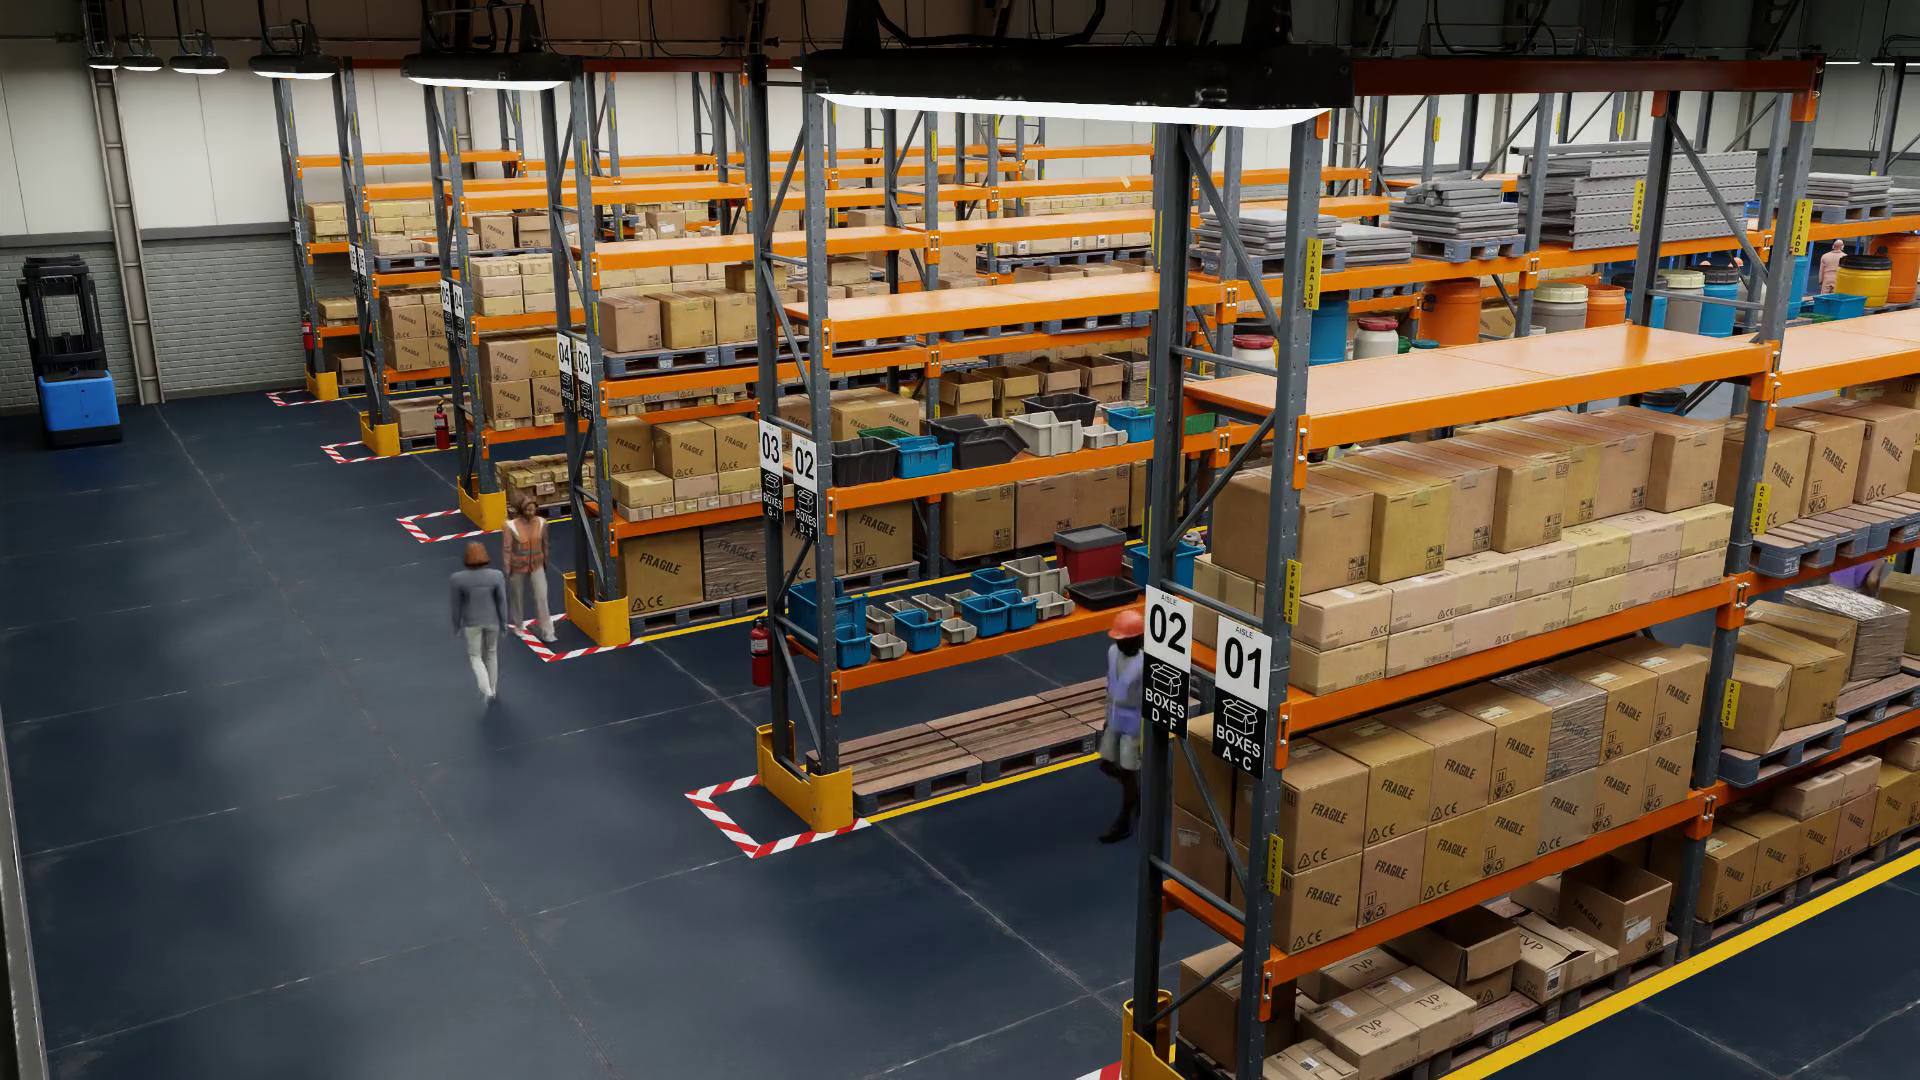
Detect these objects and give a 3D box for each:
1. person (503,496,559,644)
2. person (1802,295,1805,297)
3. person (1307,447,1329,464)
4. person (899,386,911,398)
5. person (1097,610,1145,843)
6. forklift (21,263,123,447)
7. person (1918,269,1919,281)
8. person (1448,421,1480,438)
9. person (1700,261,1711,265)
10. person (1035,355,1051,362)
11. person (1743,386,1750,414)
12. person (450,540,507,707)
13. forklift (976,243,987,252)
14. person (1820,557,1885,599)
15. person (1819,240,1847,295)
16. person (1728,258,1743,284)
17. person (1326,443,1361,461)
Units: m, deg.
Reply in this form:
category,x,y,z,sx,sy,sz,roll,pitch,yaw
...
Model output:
category,x,y,z,sx,sy,sz,roll,pitch,yaw
person,-4.557,0.323,16.648,0.542,1.590,0.873,-11,20,-31
person,16.398,-4.258,31.264,1.045,1.847,0.655,-9,19,-26
person,3.967,-0.223,17.783,0.392,1.985,0.610,-7,18,-23
person,-0.712,-1.306,21.815,0.894,1.702,0.499,-10,20,-31
person,1.338,1.442,12.422,0.506,1.926,0.571,-11,20,-31
forklift,-14.518,-3.079,25.708,1.129,2.768,1.873,-10,20,-31
person,22.367,-5.900,36.979,0.514,1.641,0.309,-6,18,-19
person,7.080,-1.518,22.234,0.335,1.865,0.521,-8,19,-26
person,15.546,-4.885,33.150,0.551,1.935,0.371,2,17,6
person,1.176,-1.988,24.096,0.548,1.659,0.471,6,18,18
person,13.231,-2.815,26.232,0.606,2.026,0.632,0,17,-1
person,-4.549,0.813,15.019,0.517,1.612,0.594,-9,19,-27
forklift,0.988,-5.474,34.718,1.214,2.155,2.313,-10,20,-31
person,8.546,0.637,15.229,0.599,1.829,0.569,-8,19,-24
person,20.569,-6.094,37.158,0.643,1.913,0.408,15,22,40
person,16.463,-5.051,33.691,0.356,1.936,0.551,-5,18,-16
person,4.576,-0.505,18.961,0.429,1.838,0.621,-9,19,-27
